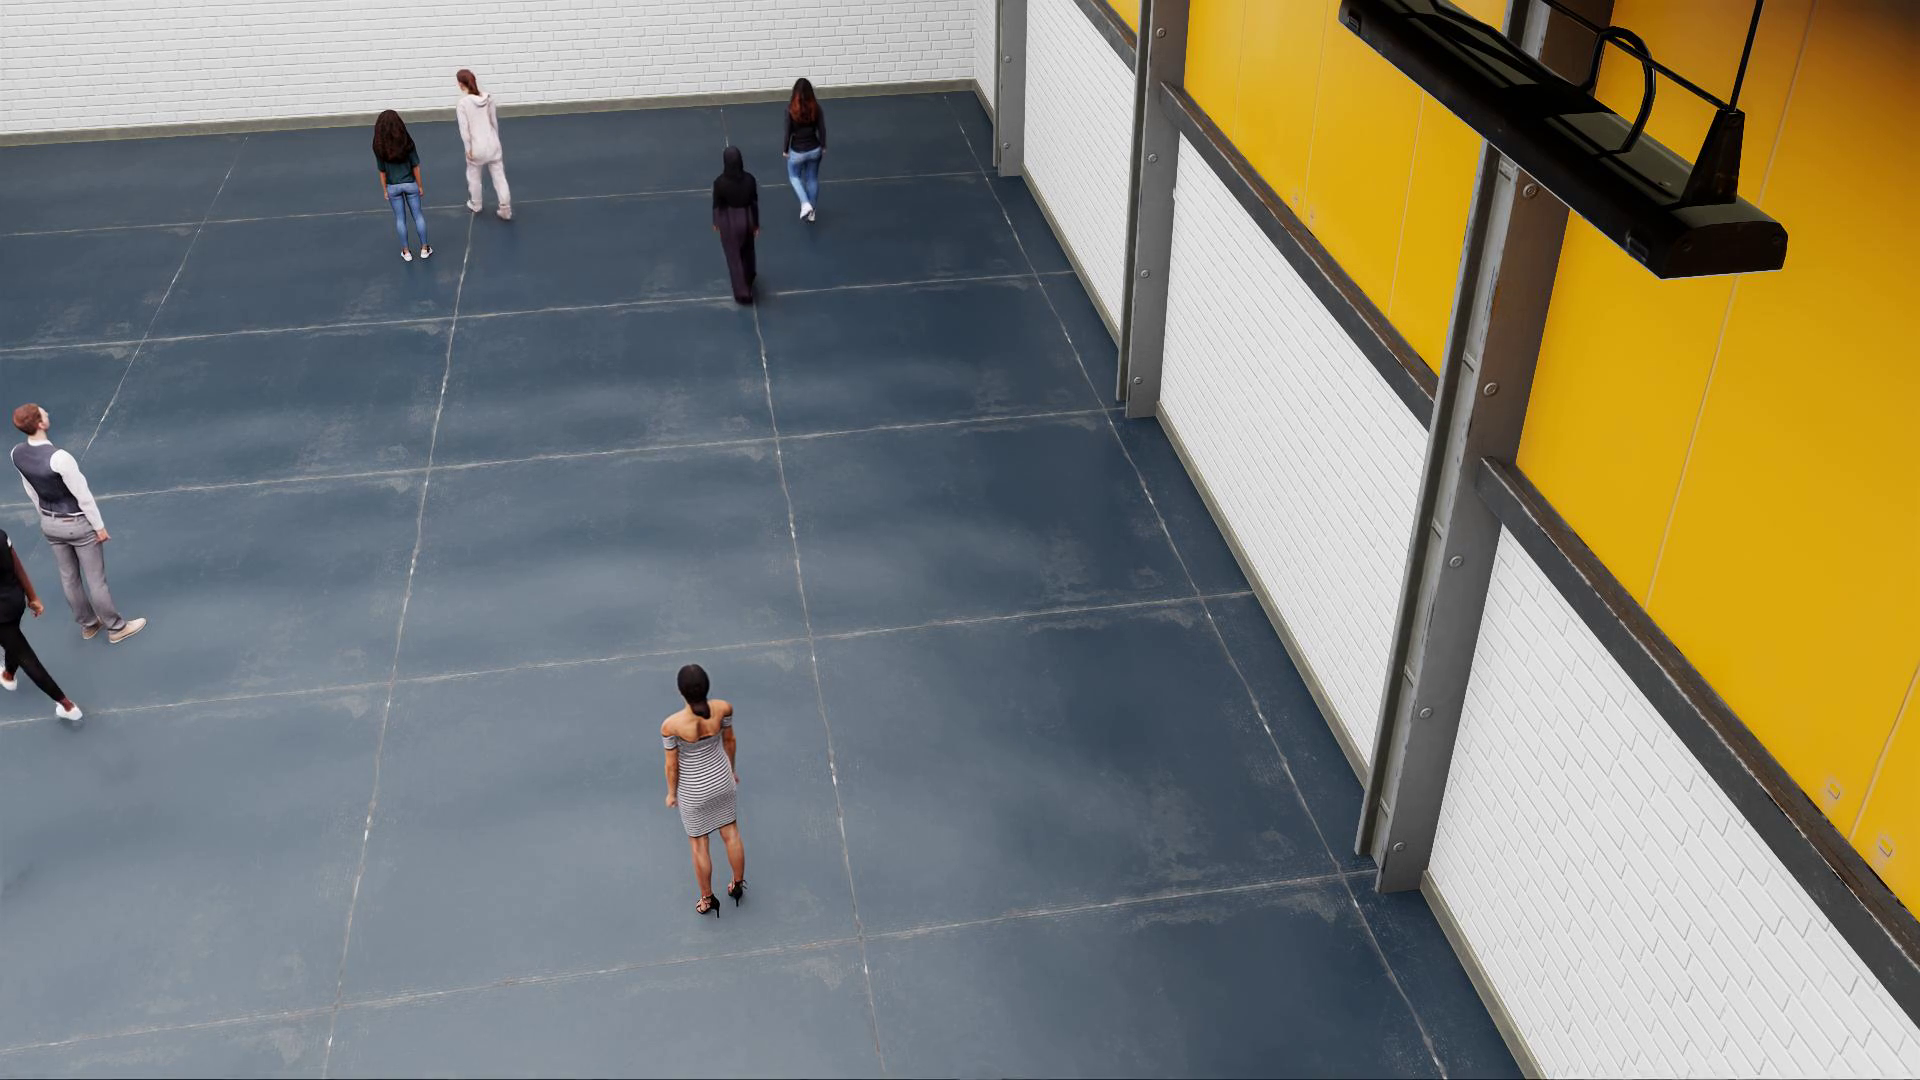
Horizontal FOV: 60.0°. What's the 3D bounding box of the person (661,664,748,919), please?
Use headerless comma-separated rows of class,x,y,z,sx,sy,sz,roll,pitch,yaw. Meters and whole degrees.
person,-1.460,1.450,9.602,0.668,1.822,0.652,-18,38,-25

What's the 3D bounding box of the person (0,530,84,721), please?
person,-6.348,0.525,11.120,1.157,1.684,1.207,16,37,23

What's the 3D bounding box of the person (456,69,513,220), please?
person,-5.264,-4.350,18.478,0.913,1.656,1.028,-25,41,-33

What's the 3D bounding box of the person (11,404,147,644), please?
person,-6.360,-0.121,11.862,0.741,1.938,0.730,9,35,14

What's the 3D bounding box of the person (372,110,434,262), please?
person,-5.920,-3.763,17.632,0.625,1.616,0.623,-10,35,-14

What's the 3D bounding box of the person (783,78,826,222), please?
person,-1.702,-4.273,18.394,0.706,1.621,0.753,-11,35,-16

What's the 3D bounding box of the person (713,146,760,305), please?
person,-2.230,-3.147,16.710,0.744,1.611,1.022,-14,36,-20
